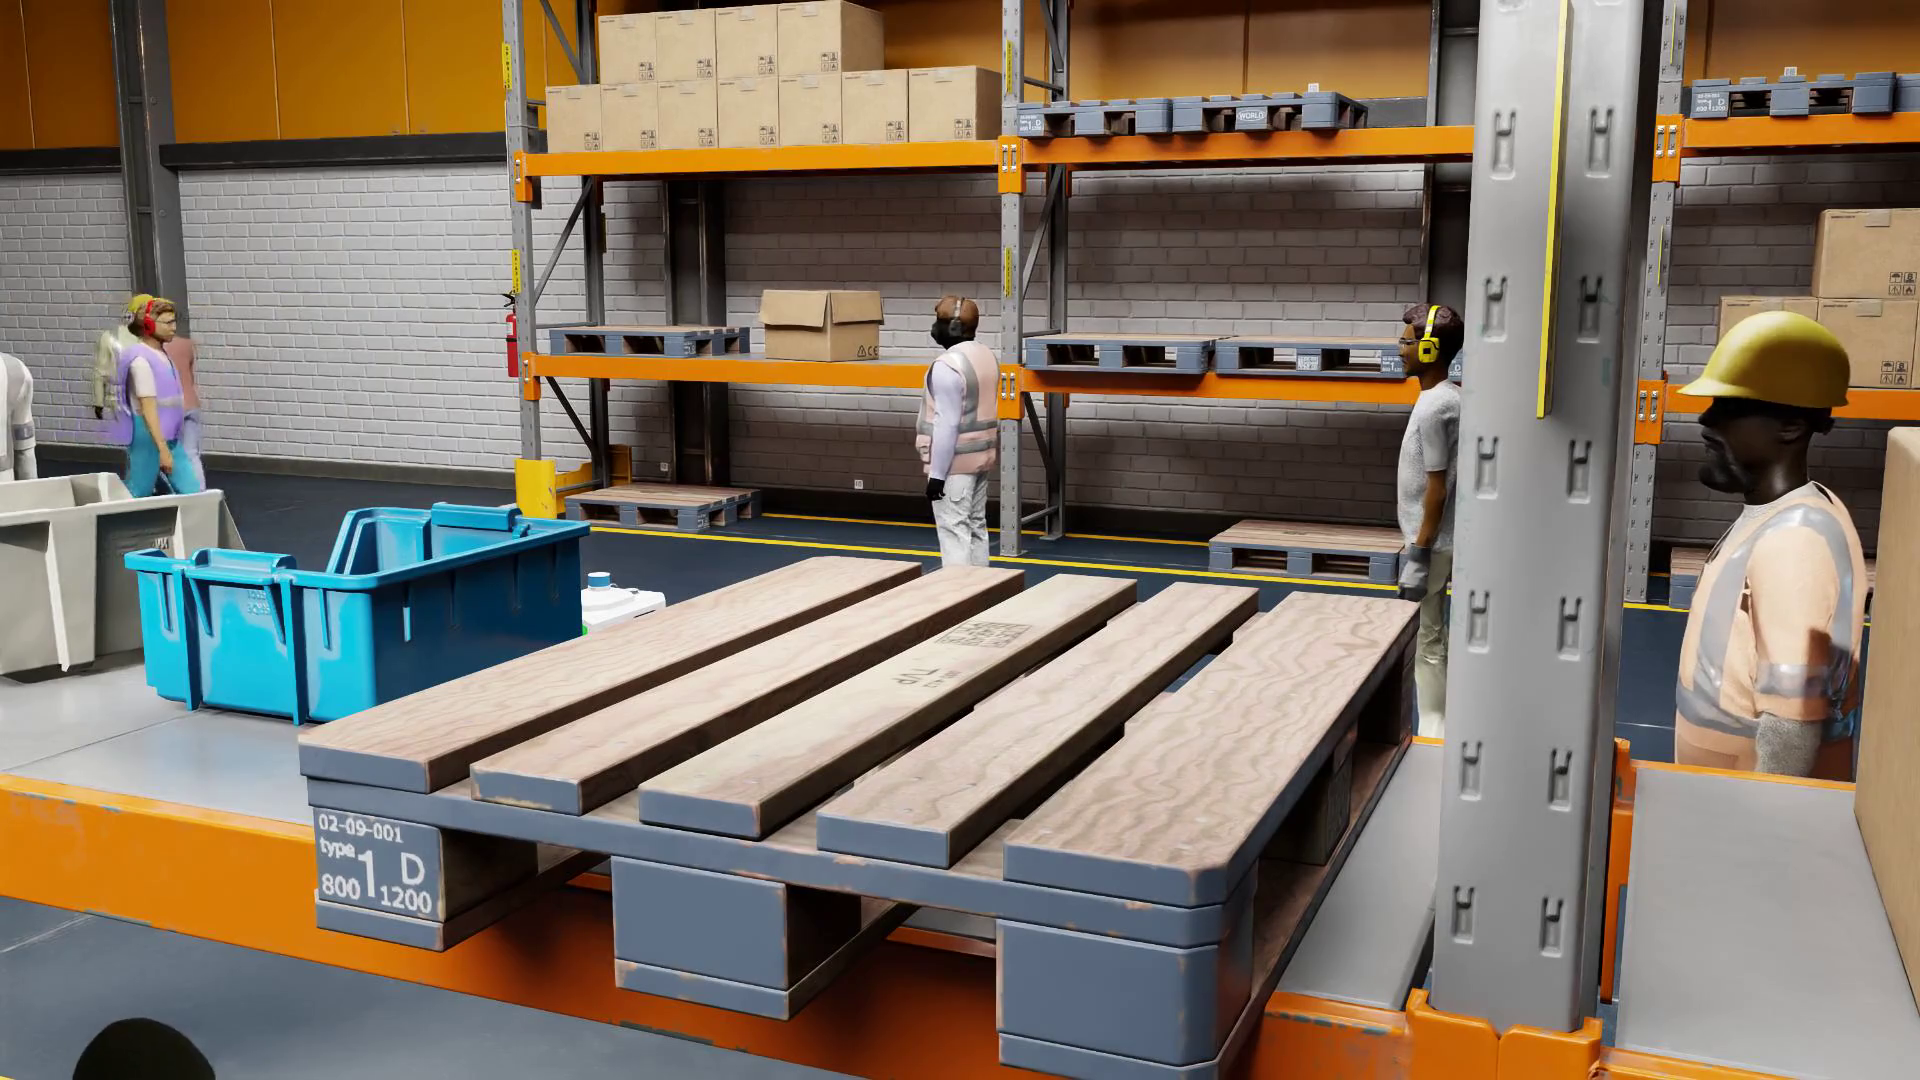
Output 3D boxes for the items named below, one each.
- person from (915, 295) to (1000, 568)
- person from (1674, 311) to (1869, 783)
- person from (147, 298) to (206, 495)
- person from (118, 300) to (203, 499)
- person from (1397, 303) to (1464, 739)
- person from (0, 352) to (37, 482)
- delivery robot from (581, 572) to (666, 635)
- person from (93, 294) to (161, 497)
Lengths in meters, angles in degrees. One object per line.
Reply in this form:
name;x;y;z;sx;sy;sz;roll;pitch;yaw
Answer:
person;-0.023;-0.398;9.042;0.429;1.846;0.632;4;10;23
person;1.542;0.524;3.263;0.355;1.930;0.593;4;10;23
person;-6.100;-0.995;12.910;0.433;1.755;0.520;3;10;17
person;-5.040;-0.612;10.489;0.990;1.791;0.590;-1;10;-9
person;1.772;0.037;6.364;0.322;1.871;0.531;4;10;23
person;-3.838;-0.052;6.378;0.374;2.043;0.614;4;10;23
delivery robot;-1.698;0.396;7.861;0.477;0.478;0.707;4;10;23
person;-6.786;-1.146;13.775;0.936;1.756;0.603;8;13;41
